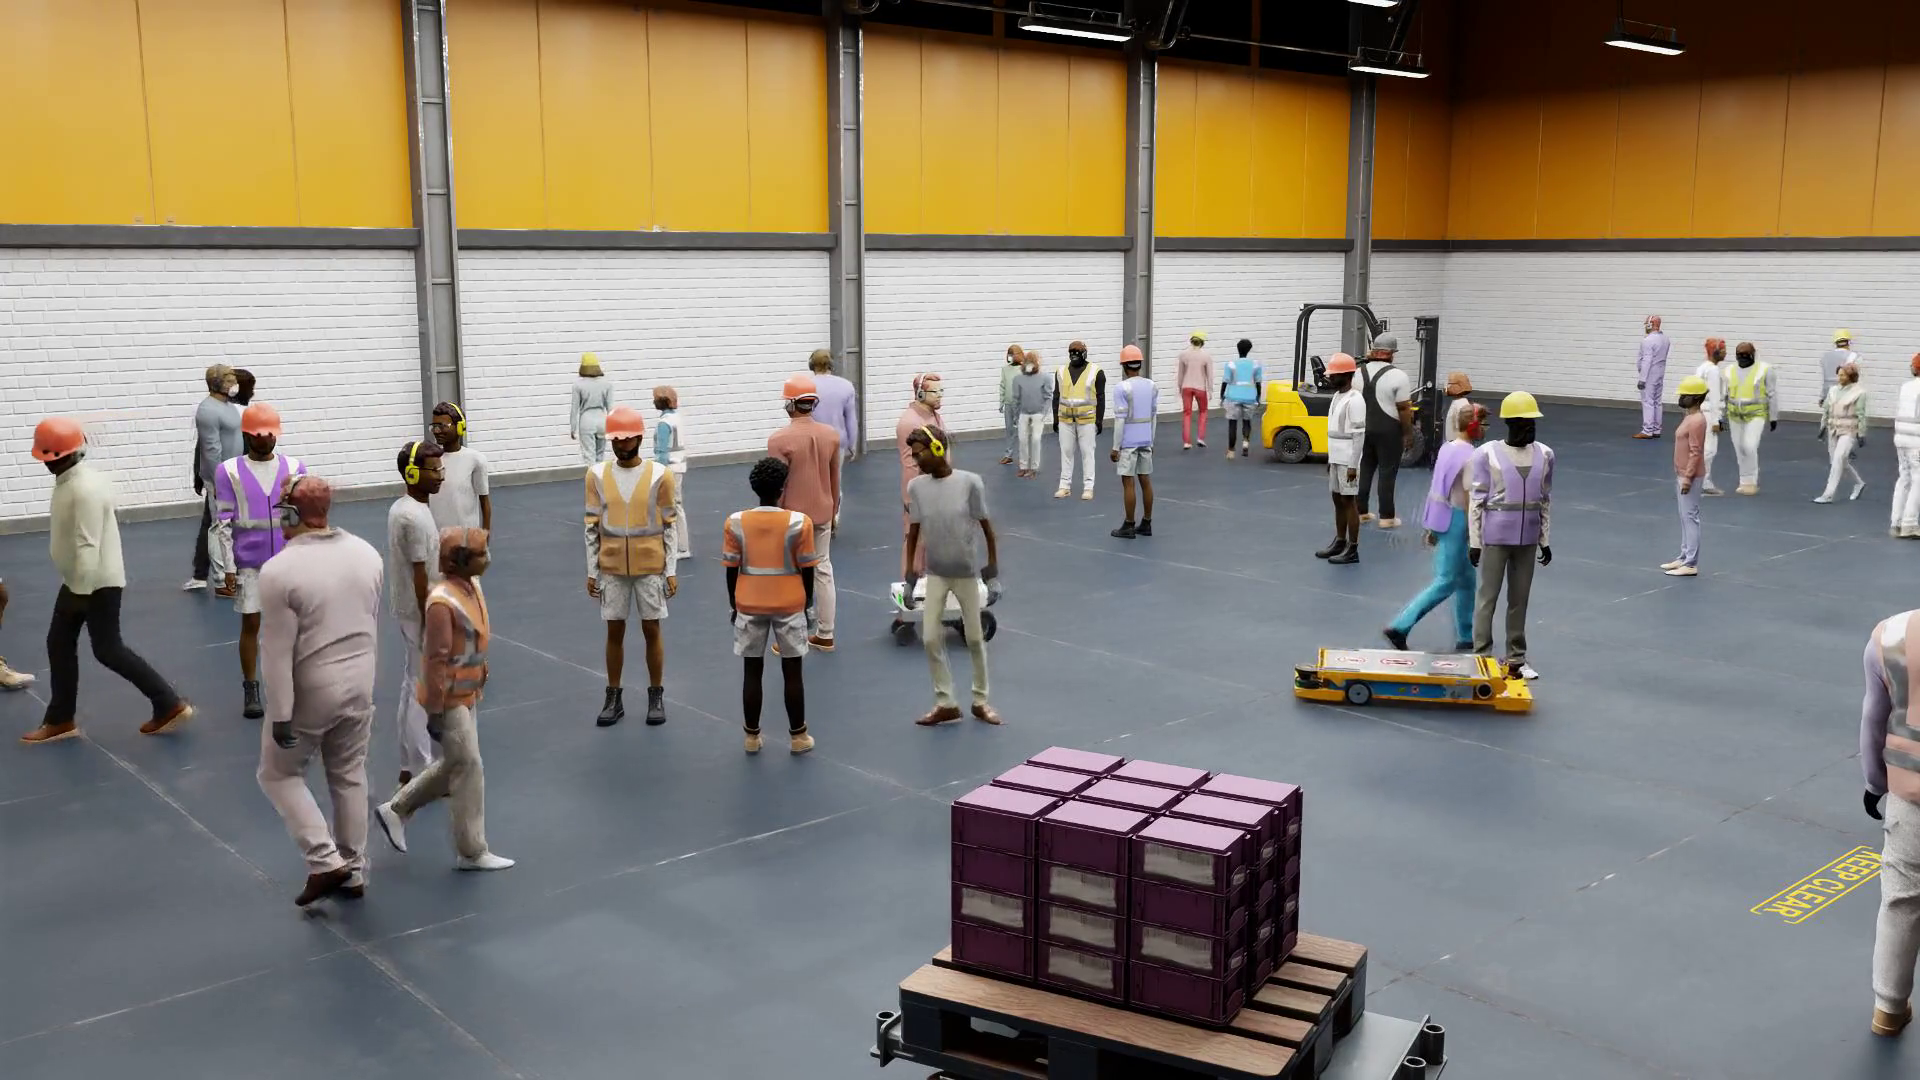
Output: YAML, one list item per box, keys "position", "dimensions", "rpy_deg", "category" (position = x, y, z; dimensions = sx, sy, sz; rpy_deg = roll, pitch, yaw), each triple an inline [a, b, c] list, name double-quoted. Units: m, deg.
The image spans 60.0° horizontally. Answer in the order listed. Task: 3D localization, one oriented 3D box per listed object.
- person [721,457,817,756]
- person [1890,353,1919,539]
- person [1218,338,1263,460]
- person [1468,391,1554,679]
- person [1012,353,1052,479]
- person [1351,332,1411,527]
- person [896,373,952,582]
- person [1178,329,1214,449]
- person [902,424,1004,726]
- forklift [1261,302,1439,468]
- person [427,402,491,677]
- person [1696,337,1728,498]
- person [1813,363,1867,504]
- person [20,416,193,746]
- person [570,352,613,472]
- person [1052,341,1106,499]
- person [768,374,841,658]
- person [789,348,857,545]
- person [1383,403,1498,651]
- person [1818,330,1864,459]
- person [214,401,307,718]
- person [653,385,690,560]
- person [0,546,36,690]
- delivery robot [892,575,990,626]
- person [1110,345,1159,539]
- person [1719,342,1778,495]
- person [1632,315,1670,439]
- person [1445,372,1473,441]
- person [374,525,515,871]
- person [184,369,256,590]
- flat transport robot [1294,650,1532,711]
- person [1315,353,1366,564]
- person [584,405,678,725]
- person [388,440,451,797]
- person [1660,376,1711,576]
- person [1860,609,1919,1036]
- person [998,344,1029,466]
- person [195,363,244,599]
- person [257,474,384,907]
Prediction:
- position: [-1.065, 0.380, 9.363]
  dimensions: [0.536, 1.696, 0.322]
  rpy_deg: [1, 10, 5]
  category: "person"
- position: [9.584, -0.949, 16.709]
  dimensions: [0.443, 1.847, 0.668]
  rpy_deg: [-1, 10, -6]
  category: "person"
- position: [3.866, -1.941, 22.971]
  dimensions: [0.613, 1.674, 0.374]
  rpy_deg: [0, 10, 0]
  category: "person"
- position: [3.660, -0.025, 11.051]
  dimensions: [0.594, 1.930, 0.353]
  rpy_deg: [-2, 10, -12]
  category: "person"
- position: [0.914, -1.577, 21.096]
  dimensions: [0.526, 1.598, 0.491]
  rpy_deg: [2, 10, 14]
  category: "person"
- position: [4.412, -1.156, 17.354]
  dimensions: [0.536, 2.000, 0.686]
  rpy_deg: [-8, 13, -39]
  category: "person"
- position: [-0.260, -0.369, 13.137]
  dimensions: [0.401, 1.906, 0.651]
  rpy_deg: [3, 10, 17]
  category: "person"
- position: [3.449, -2.200, 24.334]
  dimensions: [0.555, 1.744, 0.571]
  rpy_deg: [4, 10, 21]
  category: "person"
- position: [-0.018, 0.227, 9.930]
  dimensions: [0.615, 1.820, 0.428]
  rpy_deg: [3, 10, 17]
  category: "person"
- position: [5.320, -2.157, 22.763]
  dimensions: [2.313, 2.155, 1.214]
  rpy_deg: [3, 10, 16]
  category: "forklift"
- position: [-3.322, 0.025, 10.939]
  dimensions: [0.517, 1.873, 0.328]
  rpy_deg: [3, 10, 17]
  category: "person"
- position: [8.720, -1.423, 19.399]
  dimensions: [0.435, 1.881, 0.598]
  rpy_deg: [2, 10, 13]
  category: "person"
- position: [10.115, -1.222, 18.989]
  dimensions: [0.752, 1.608, 0.522]
  rpy_deg: [-3, 10, -15]
  category: "person"
- position: [-4.962, 0.226, 9.591]
  dimensions: [0.820, 1.932, 0.639]
  rpy_deg: [-9, 13, -43]
  category: "person"
- position: [-4.272, -1.326, 19.331]
  dimensions: [0.498, 1.710, 0.805]
  rpy_deg: [-6, 11, -32]
  category: "person"
- position: [1.362, -1.387, 19.291]
  dimensions: [0.634, 1.841, 0.429]
  rpy_deg: [4, 10, 22]
  category: "person"
- position: [-1.105, -0.168, 11.703]
  dimensions: [0.614, 1.994, 0.381]
  rpy_deg: [-9, 13, -42]
  category: "person"
- position: [-1.362, -0.921, 16.327]
  dimensions: [0.657, 1.919, 0.642]
  rpy_deg: [-3, 10, -17]
  category: "person"
- position: [3.423, -0.067, 11.726]
  dimensions: [0.829, 1.812, 0.602]
  rpy_deg: [0, 10, 0]
  category: "person"
- position: [12.185, -2.002, 23.031]
  dimensions: [0.456, 1.801, 0.623]
  rpy_deg: [-9, 13, -42]
  category: "person"
- position: [-4.252, 0.115, 10.221]
  dimensions: [0.544, 1.936, 0.359]
  rpy_deg: [-7, 12, -36]
  category: "person"
- position: [-2.706, -0.622, 15.424]
  dimensions: [0.349, 1.639, 0.519]
  rpy_deg: [0, 10, 1]
  category: "person"
- position: [-6.301, -0.015, 10.717]
  dimensions: [0.719, 2.020, 0.646]
  rpy_deg: [-4, 10, -21]
  category: "person"
- position: [-0.141, 0.423, 12.177]
  dimensions: [0.707, 0.478, 0.477]
  rpy_deg: [-2, 10, -10]
  category: "delivery robot"
- position: [1.716, -0.978, 16.634]
  dimensions: [0.547, 1.929, 0.385]
  rpy_deg: [-7, 12, -35]
  category: "person"
- position: [9.247, -1.430, 19.624]
  dimensions: [0.597, 1.812, 0.656]
  rpy_deg: [-8, 13, -39]
  category: "person"
- position: [10.652, -2.512, 25.684]
  dimensions: [0.651, 1.906, 0.402]
  rpy_deg: [-8, 13, -40]
  category: "person"
- position: [5.089, -0.905, 17.073]
  dimensions: [0.279, 1.634, 0.497]
  rpy_deg: [3, 10, 15]
  category: "person"
- position: [-2.392, 0.722, 7.604]
  dimensions: [0.595, 1.611, 0.558]
  rpy_deg: [0, 10, -2]
  category: "person"
- position: [-6.227, -0.495, 13.994]
  dimensions: [0.673, 1.871, 0.575]
  rpy_deg: [4, 10, 22]
  category: "person"
- position: [2.876, 0.875, 10.631]
  dimensions: [1.431, 0.197, 0.652]
  rpy_deg: [2, 10, 13]
  category: "flat transport robot"
- position: [3.492, -0.746, 15.264]
  dimensions: [0.377, 1.932, 0.552]
  rpy_deg: [-2, 10, -10]
  category: "person"
- position: [-1.967, 0.160, 9.952]
  dimensions: [0.550, 1.935, 0.376]
  rpy_deg: [0, 10, -1]
  category: "person"
- position: [-2.809, 0.410, 8.702]
  dimensions: [0.325, 1.865, 0.516]
  rpy_deg: [-5, 11, -26]
  category: "person"
- position: [6.424, -0.566, 14.696]
  dimensions: [0.306, 1.770, 0.525]
  rpy_deg: [3, 10, 17]
  category: "person"
- position: [3.522, 0.906, 5.884]
  dimensions: [0.429, 1.838, 0.622]
  rpy_deg: [-9, 13, -43]
  category: "person"
- position: [0.745, -1.815, 22.398]
  dimensions: [0.508, 1.632, 0.270]
  rpy_deg: [7, 12, 34]
  category: "person"
- position: [-6.061, -0.488, 13.741]
  dimensions: [0.372, 1.940, 0.632]
  rpy_deg: [-2, 10, -9]
  category: "person"
- position: [-2.775, 0.653, 7.195]
  dimensions: [0.422, 1.893, 0.654]
  rpy_deg: [6, 11, 30]
  category: "person"
